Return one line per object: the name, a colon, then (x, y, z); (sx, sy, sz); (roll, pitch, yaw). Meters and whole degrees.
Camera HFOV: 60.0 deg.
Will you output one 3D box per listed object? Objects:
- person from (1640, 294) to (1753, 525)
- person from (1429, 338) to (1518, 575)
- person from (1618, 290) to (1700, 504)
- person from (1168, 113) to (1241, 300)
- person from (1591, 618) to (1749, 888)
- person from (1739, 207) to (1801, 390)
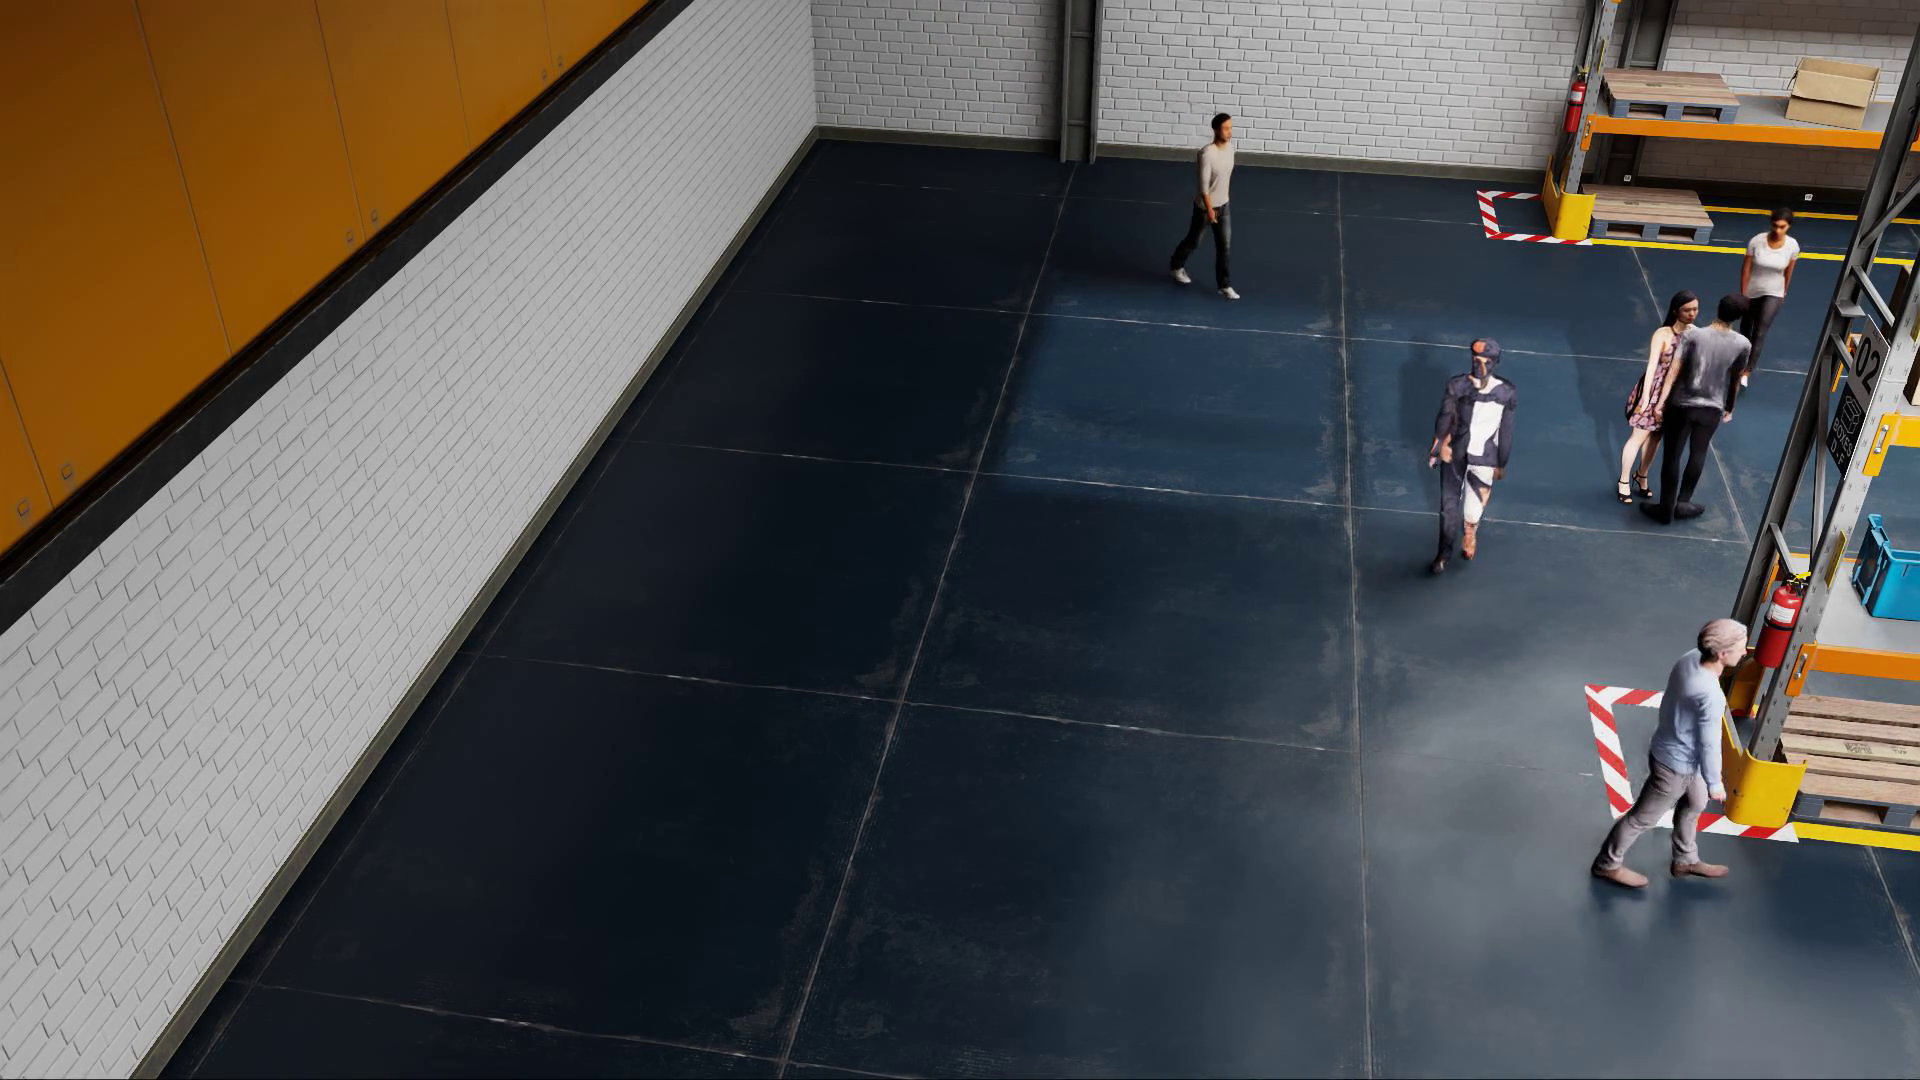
person: (5.552, -0.976, 12.563); (0.552, 1.830, 0.773); (-3, 34, -4)
person: (3.697, -0.629, 11.993); (0.776, 1.883, 0.874); (16, 37, 23)
person: (5.389, -1.096, 12.795); (0.774, 1.774, 0.855); (-12, 35, -17)
person: (2.339, -3.241, 16.019); (1.100, 1.777, 1.190); (-24, 40, -32)
person: (3.884, 1.212, 9.244); (1.019, 1.861, 0.759); (12, 35, 17)
person: (7.036, -2.182, 14.599); (1.111, 1.586, 0.883); (18, 37, 24)
